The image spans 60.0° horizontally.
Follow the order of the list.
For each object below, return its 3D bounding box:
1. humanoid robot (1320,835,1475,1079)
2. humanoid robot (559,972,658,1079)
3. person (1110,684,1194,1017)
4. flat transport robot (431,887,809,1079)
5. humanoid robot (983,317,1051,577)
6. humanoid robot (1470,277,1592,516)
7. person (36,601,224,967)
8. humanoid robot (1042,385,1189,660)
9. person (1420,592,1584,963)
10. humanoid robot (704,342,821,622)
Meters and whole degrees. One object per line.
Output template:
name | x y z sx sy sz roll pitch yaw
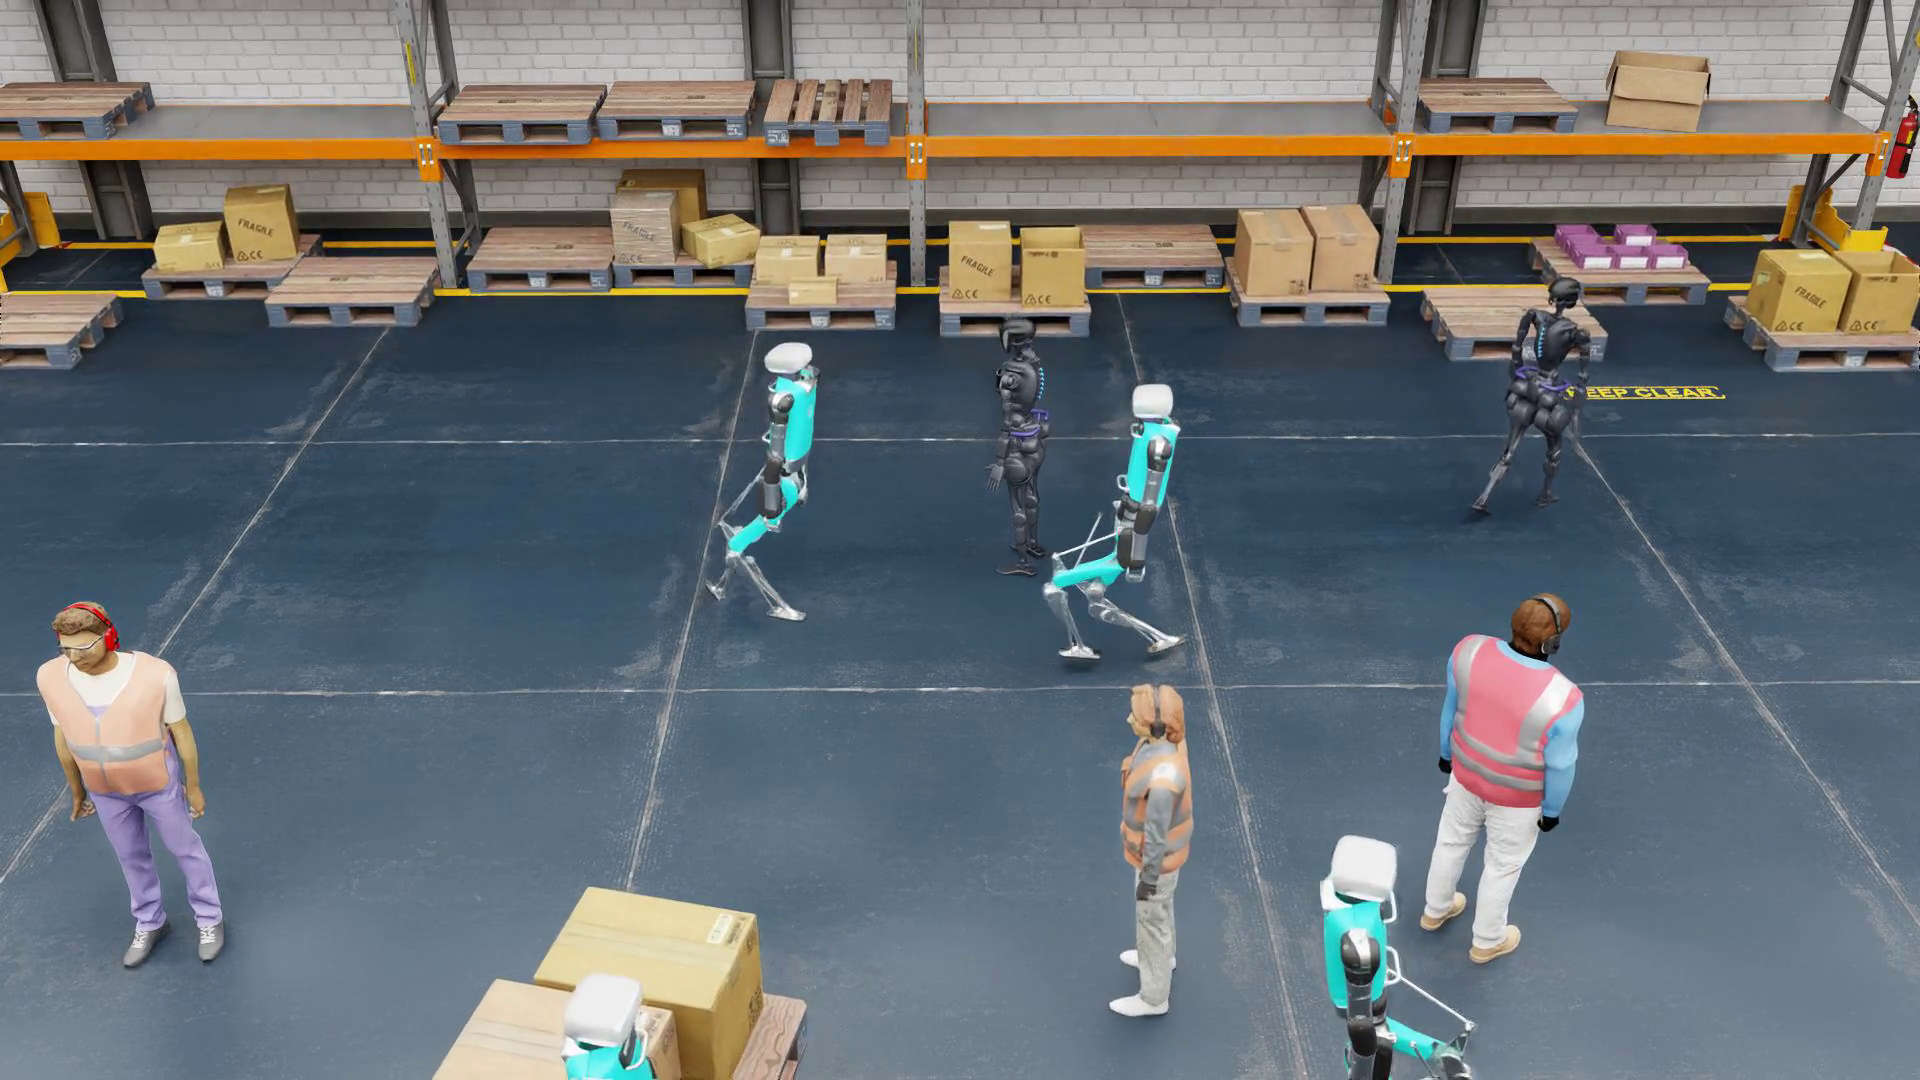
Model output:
humanoid robot | 1.578 1.781 6.006 0.963 1.727 0.587 3 31 4
humanoid robot | -0.905 2.108 5.456 0.982 1.725 0.542 0 31 0
person | 0.809 1.282 6.956 0.315 1.629 0.525 3 31 6
flat transport robot | -1.225 2.378 6.451 1.431 0.231 0.659 7 32 11
humanoid robot | 0.355 -0.561 9.966 0.315 1.655 0.599 12 33 19
humanoid robot | 3.661 -0.893 10.589 0.758 1.654 0.599 -21 37 -30
person | -3.536 1.039 7.150 0.562 1.846 0.390 -2 31 -3
humanoid robot | 0.805 -0.022 9.019 0.976 1.733 0.541 1 31 1
person | 2.348 1.022 7.197 0.431 1.838 0.629 -24 38 -34
humanoid robot | -1.222 -0.288 9.526 0.884 1.837 0.557 9 32 14
